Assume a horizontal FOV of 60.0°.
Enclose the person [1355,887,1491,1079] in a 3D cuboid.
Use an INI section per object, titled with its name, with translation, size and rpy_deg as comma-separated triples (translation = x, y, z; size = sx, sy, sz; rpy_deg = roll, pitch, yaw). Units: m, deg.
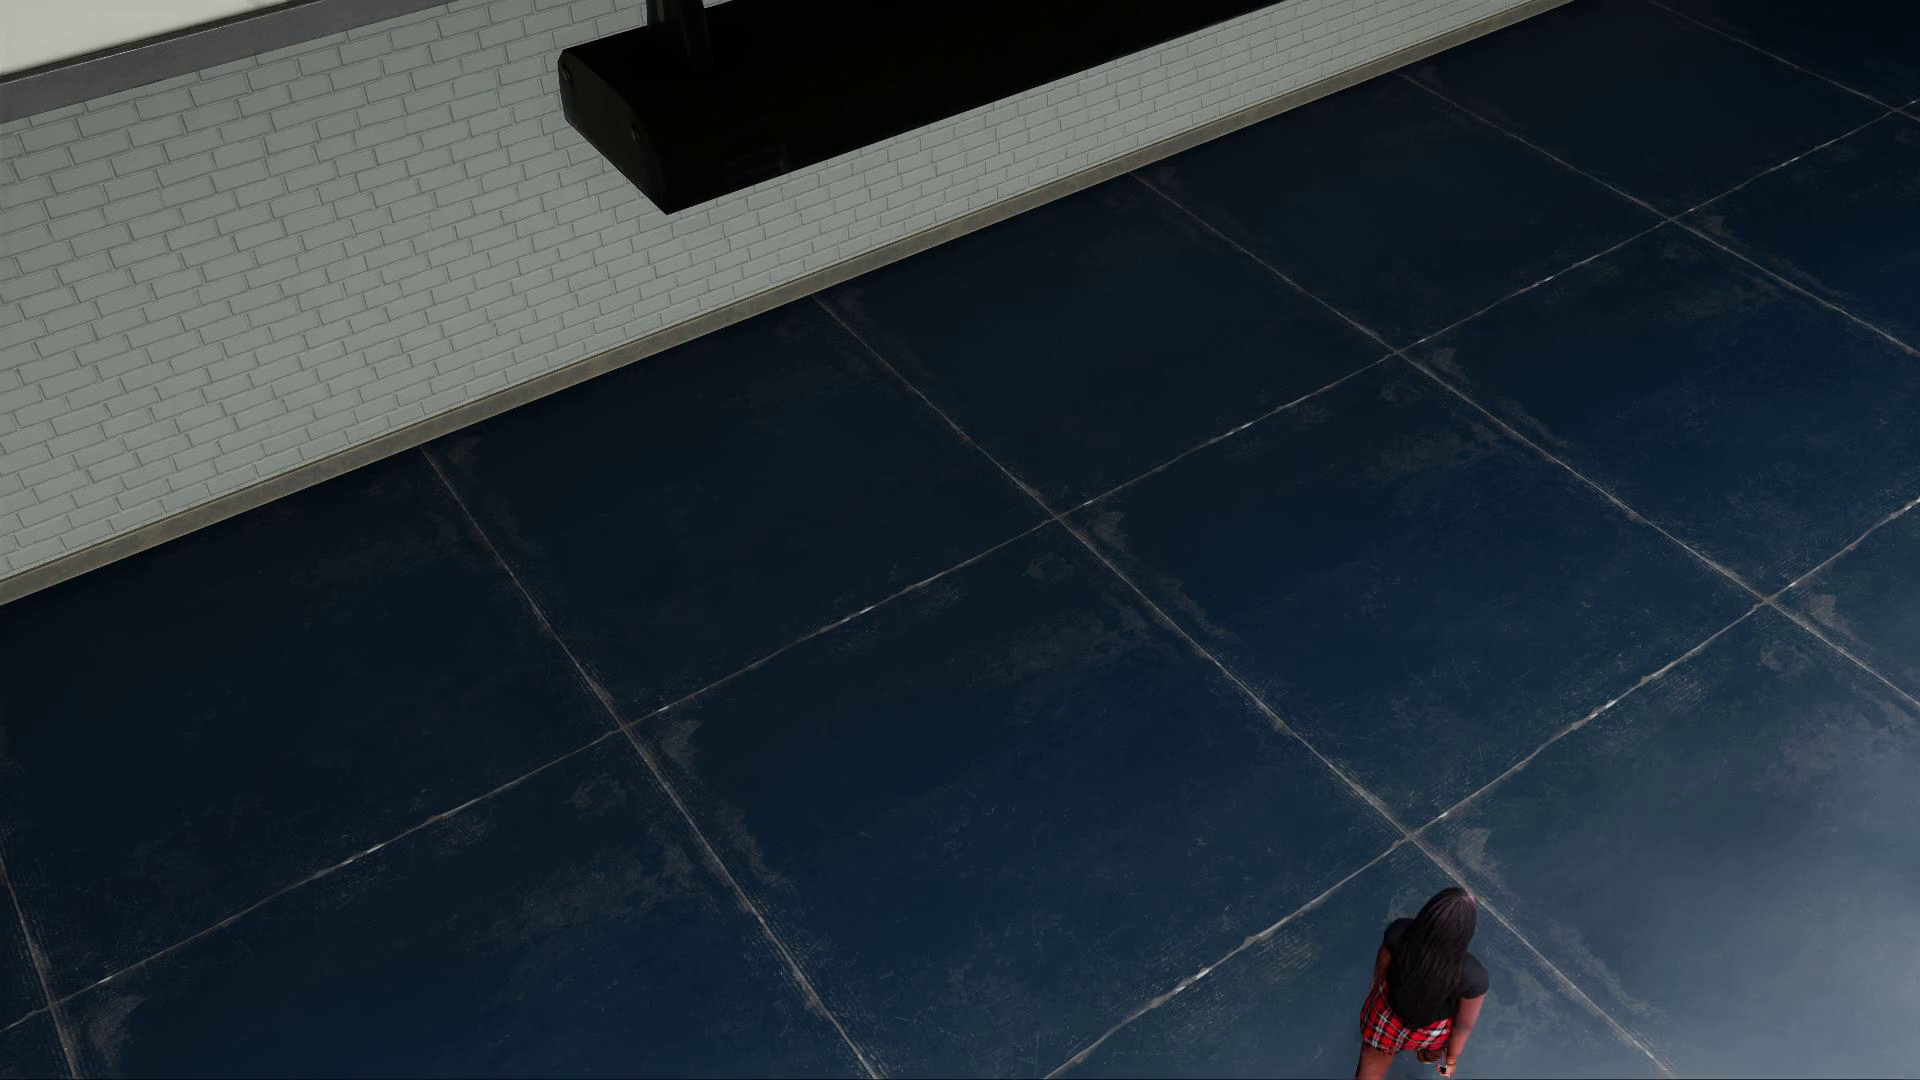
[person]
translation = 1.807, 2.053, 6.807
size = 1.160, 1.685, 0.948
rpy_deg = 25, 48, 24
